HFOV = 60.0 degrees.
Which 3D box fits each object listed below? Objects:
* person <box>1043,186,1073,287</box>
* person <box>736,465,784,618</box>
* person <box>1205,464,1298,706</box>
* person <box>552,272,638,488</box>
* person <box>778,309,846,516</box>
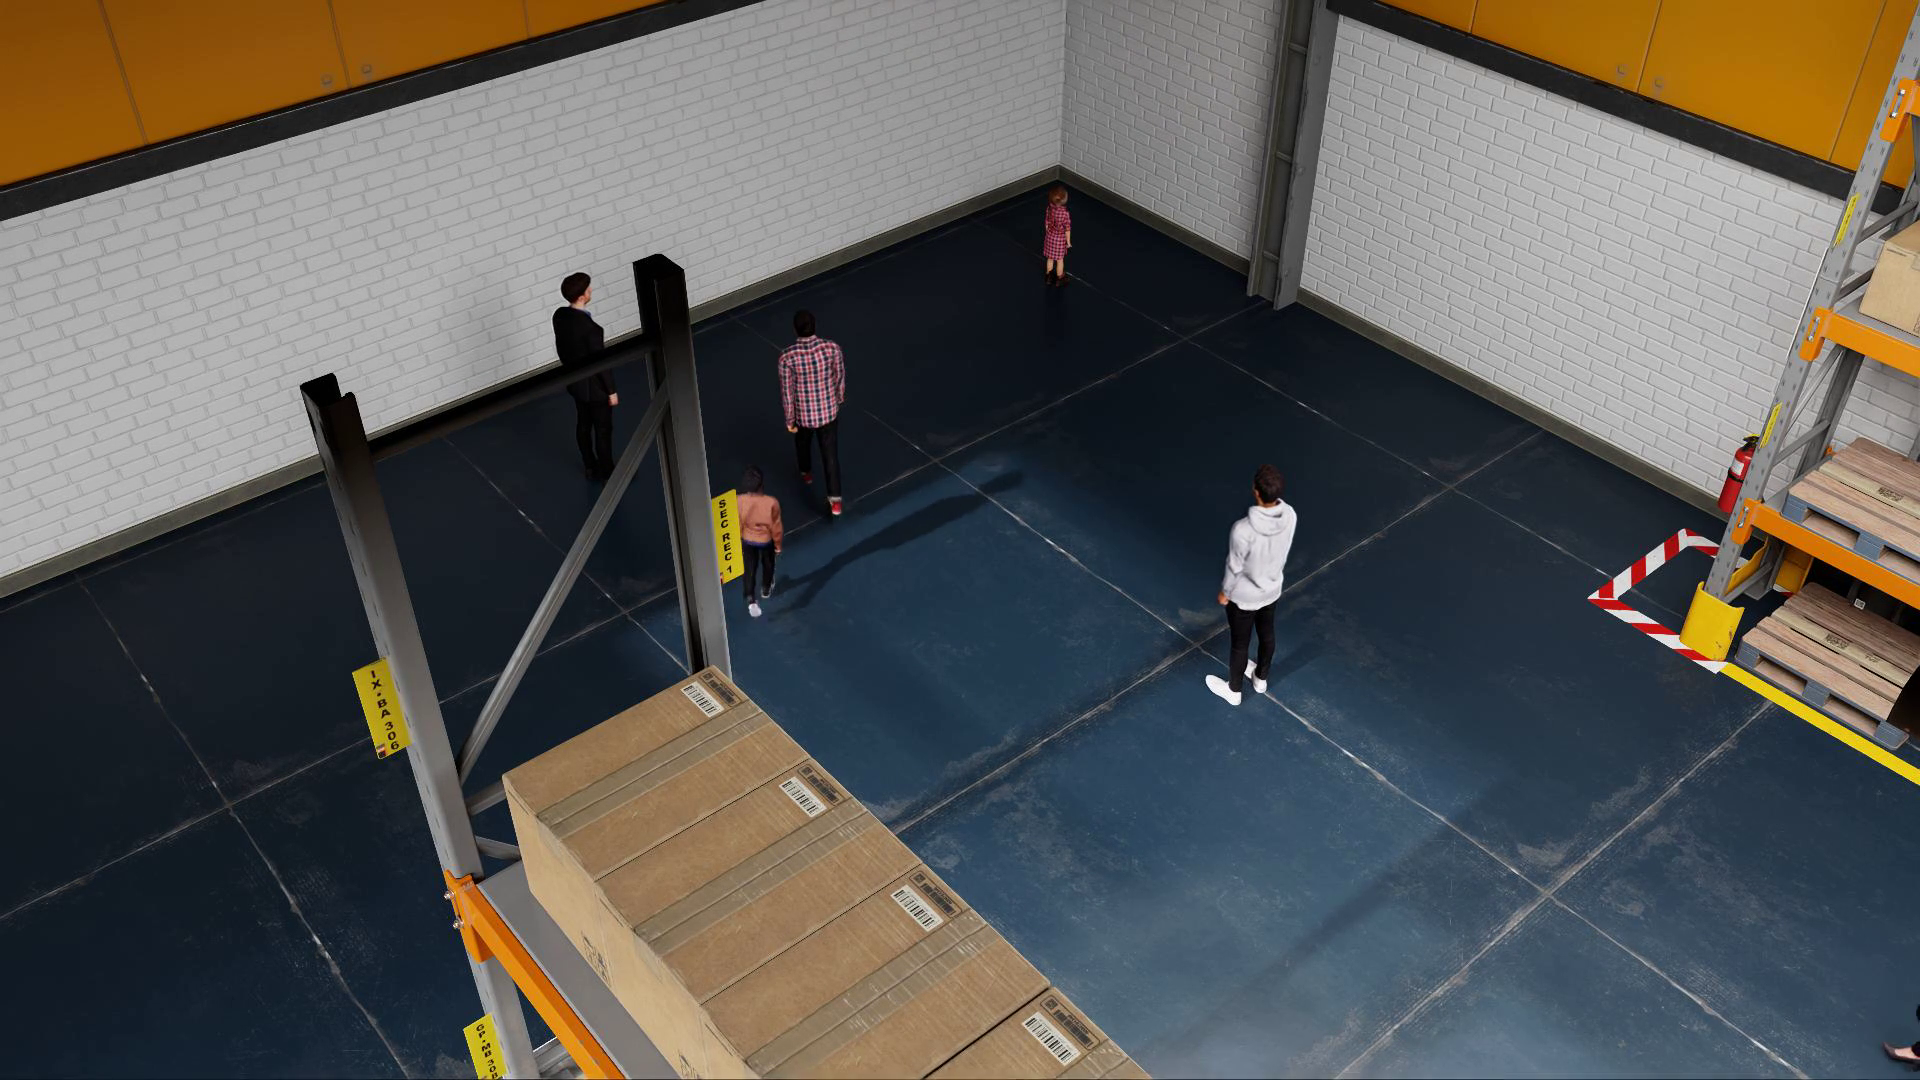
[{"bbox_3d":[0.926,-2.916,15.915,0.439,1.022,0.538,22,44,25],"label":"person"},{"bbox_3d":[-1.477,0.017,12.068,0.808,1.240,0.882,2,39,2],"label":"person"},{"bbox_3d":[1.991,0.307,11.152,0.708,1.931,0.645,-21,43,-24],"label":"person"},{"bbox_3d":[-2.934,-1.261,13.146,0.599,1.892,0.798,27,46,30],"label":"person"},{"bbox_3d":[-1.101,-0.981,12.916,1.030,1.742,1.244,-8,39,-10],"label":"person"}]
